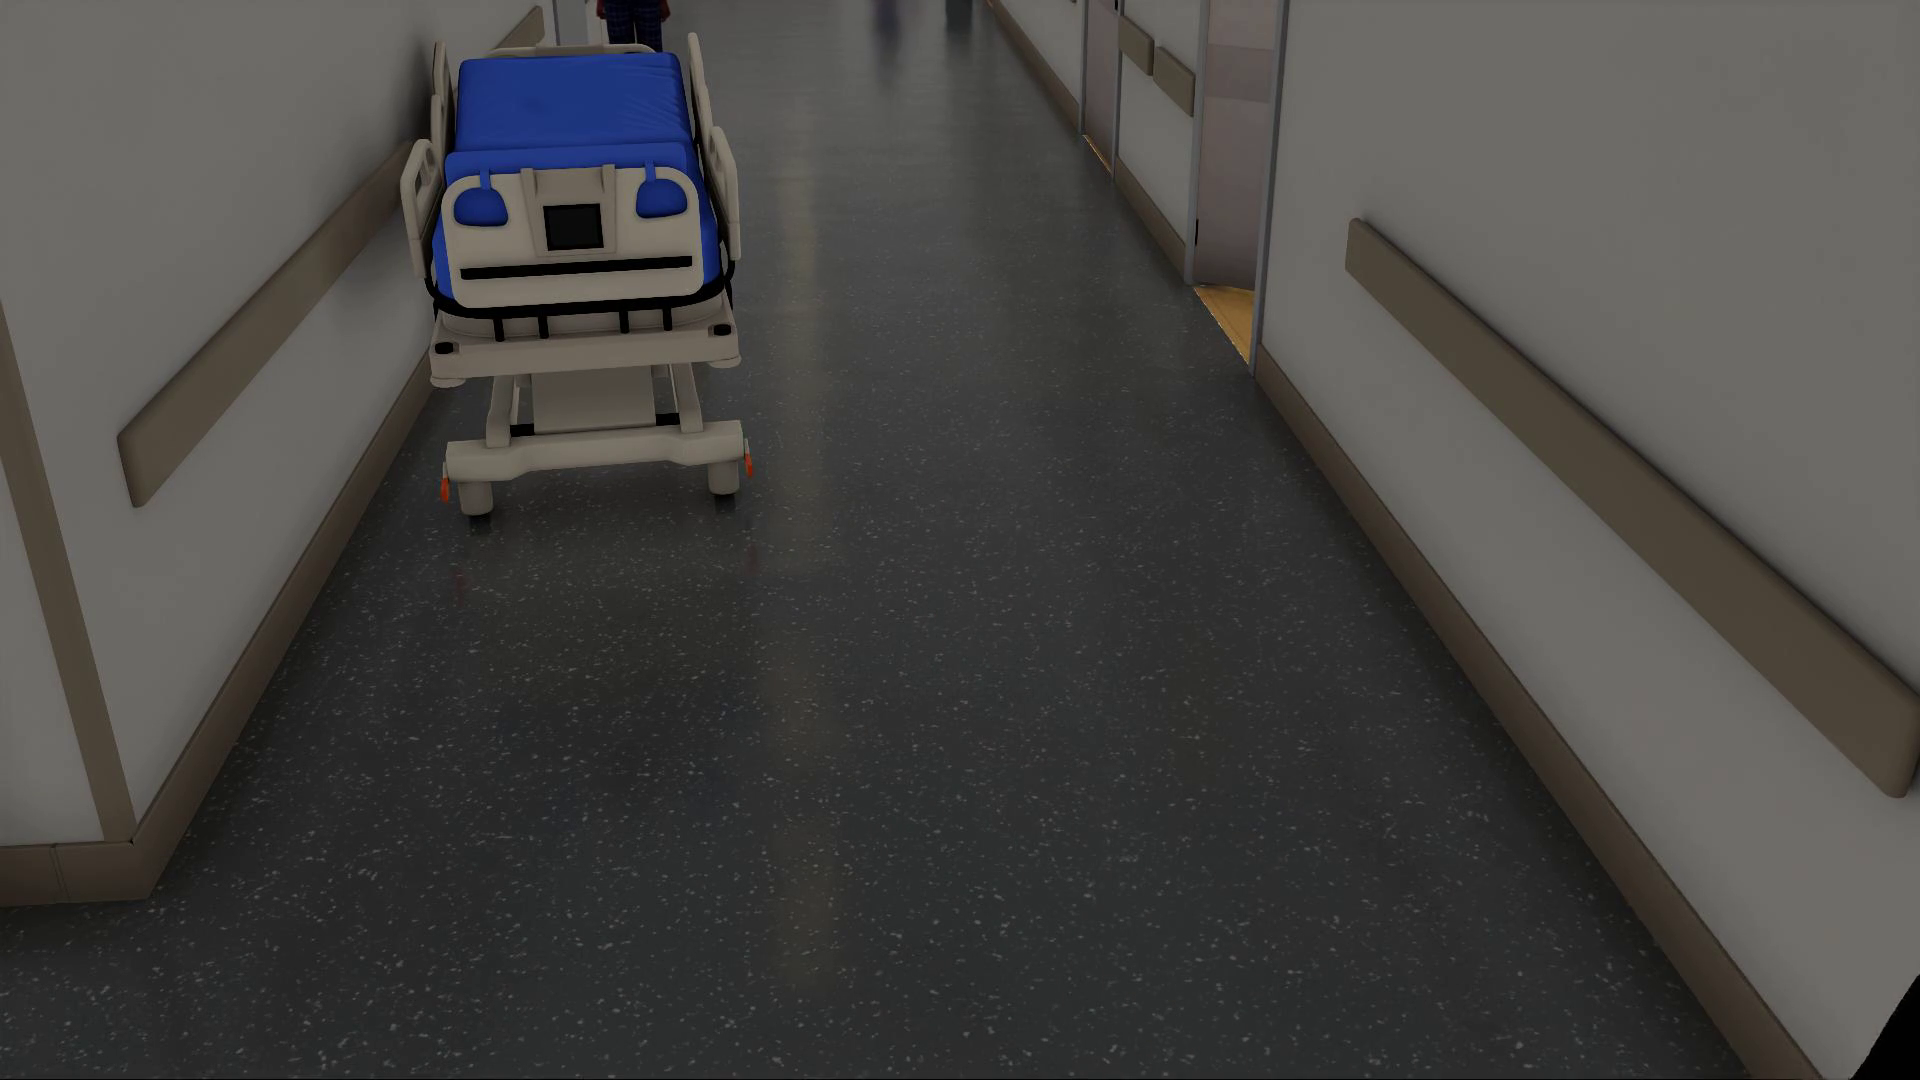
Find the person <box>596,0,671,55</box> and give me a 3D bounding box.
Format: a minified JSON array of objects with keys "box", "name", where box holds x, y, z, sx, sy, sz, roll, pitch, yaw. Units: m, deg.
[{"box":[-2.193,-3.656,11.144,0.545,1.824,0.734,-1,26,-2],"name":"person"}]
